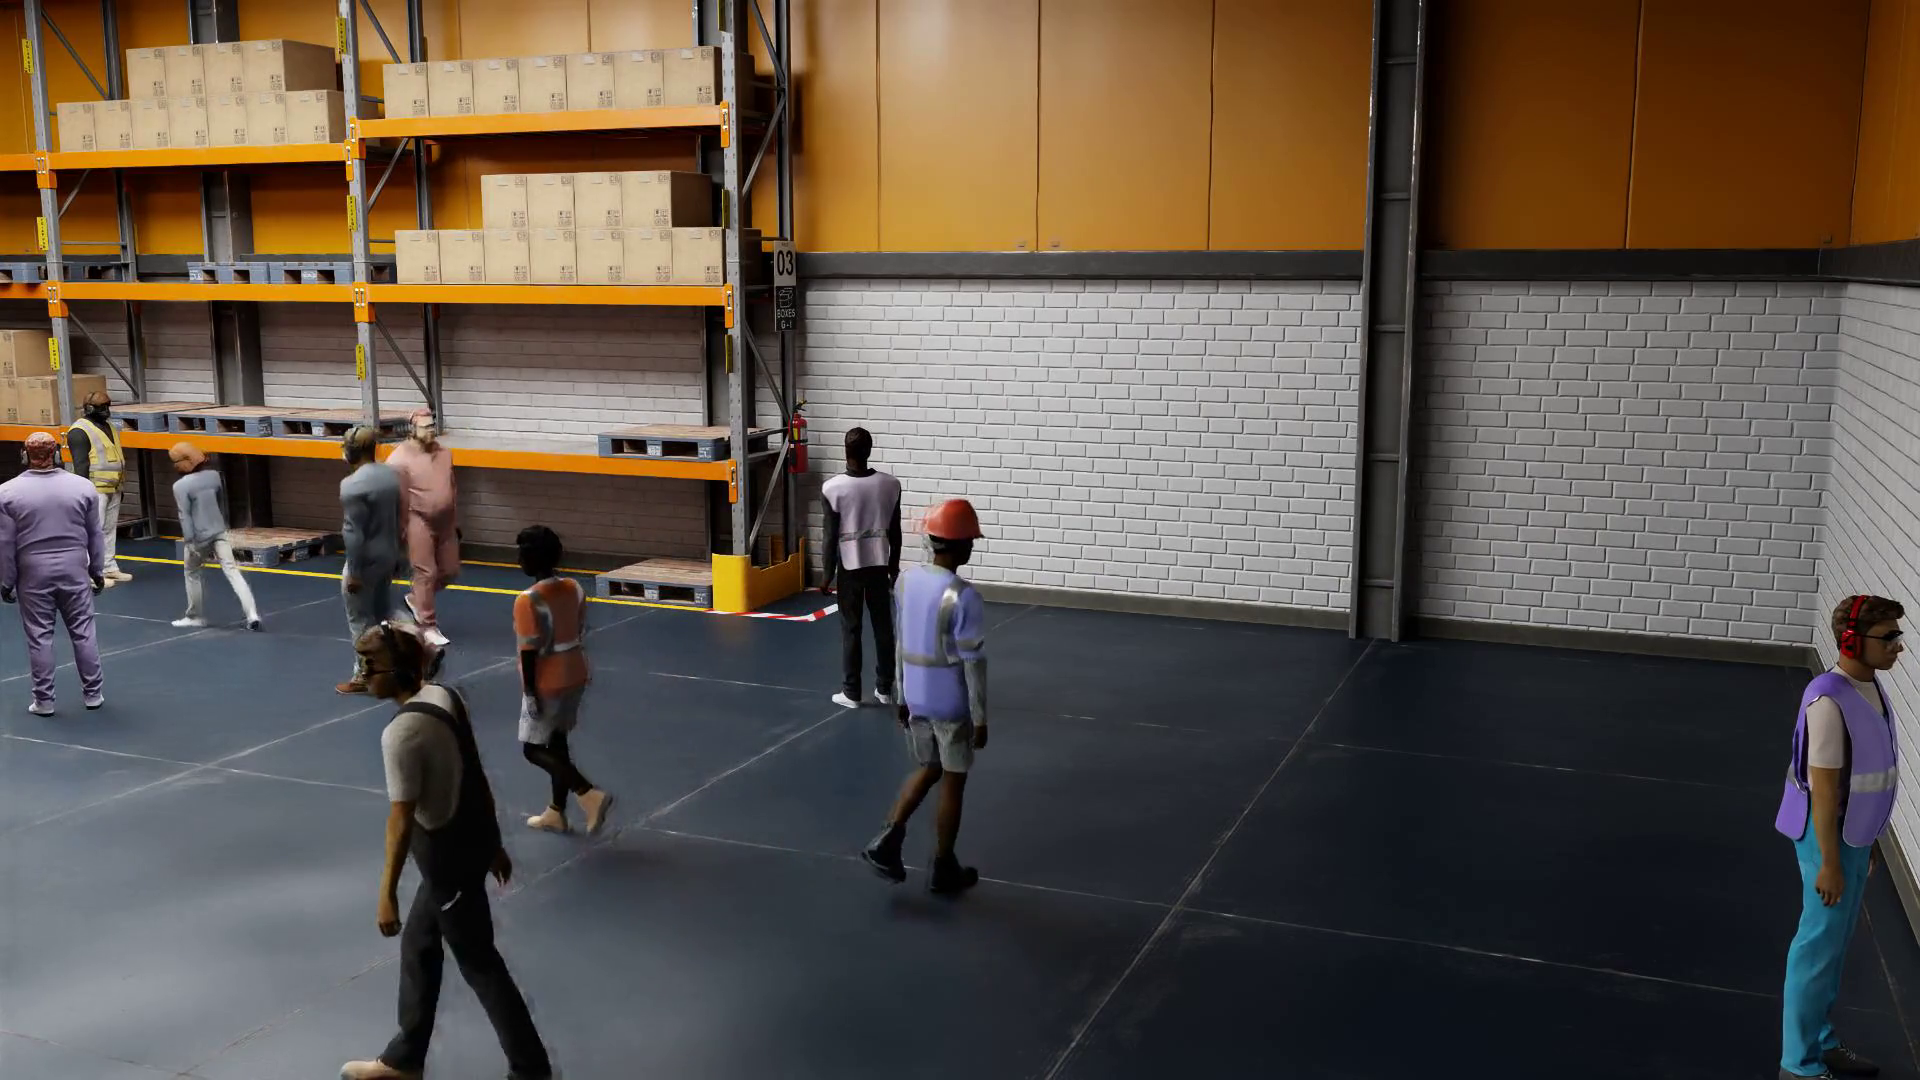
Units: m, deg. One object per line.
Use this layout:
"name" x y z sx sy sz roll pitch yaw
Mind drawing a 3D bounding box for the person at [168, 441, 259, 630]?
"person" -6.164 -0.030 13.668 0.831 1.586 0.558 5 10 25

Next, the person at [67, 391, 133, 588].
"person" -8.083 -0.482 15.671 0.429 1.840 0.632 0 9 3

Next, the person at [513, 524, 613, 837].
"person" -2.065 0.755 8.658 0.568 1.683 0.536 4 10 24

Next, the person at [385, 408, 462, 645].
"person" -4.298 -0.117 13.286 0.559 1.897 0.652 5 11 29

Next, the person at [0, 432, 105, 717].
"person" -6.102 0.226 11.177 0.645 1.907 0.400 -7 12 -37

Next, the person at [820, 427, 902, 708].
"person" -0.667 0.194 11.342 0.587 1.918 0.392 -4 10 -25

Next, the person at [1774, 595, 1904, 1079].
"person" 3.197 1.100 6.063 0.389 1.847 0.567 7 12 38

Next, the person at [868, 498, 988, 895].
"person" -0.115 0.761 7.878 0.537 1.922 0.573 -9 13 -43

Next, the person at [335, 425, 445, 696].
"person" -4.042 0.153 11.596 0.671 1.923 0.635 1 9 8

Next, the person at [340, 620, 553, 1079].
"person" -1.876 1.154 5.868 0.903 1.792 0.525 0 9 -1
